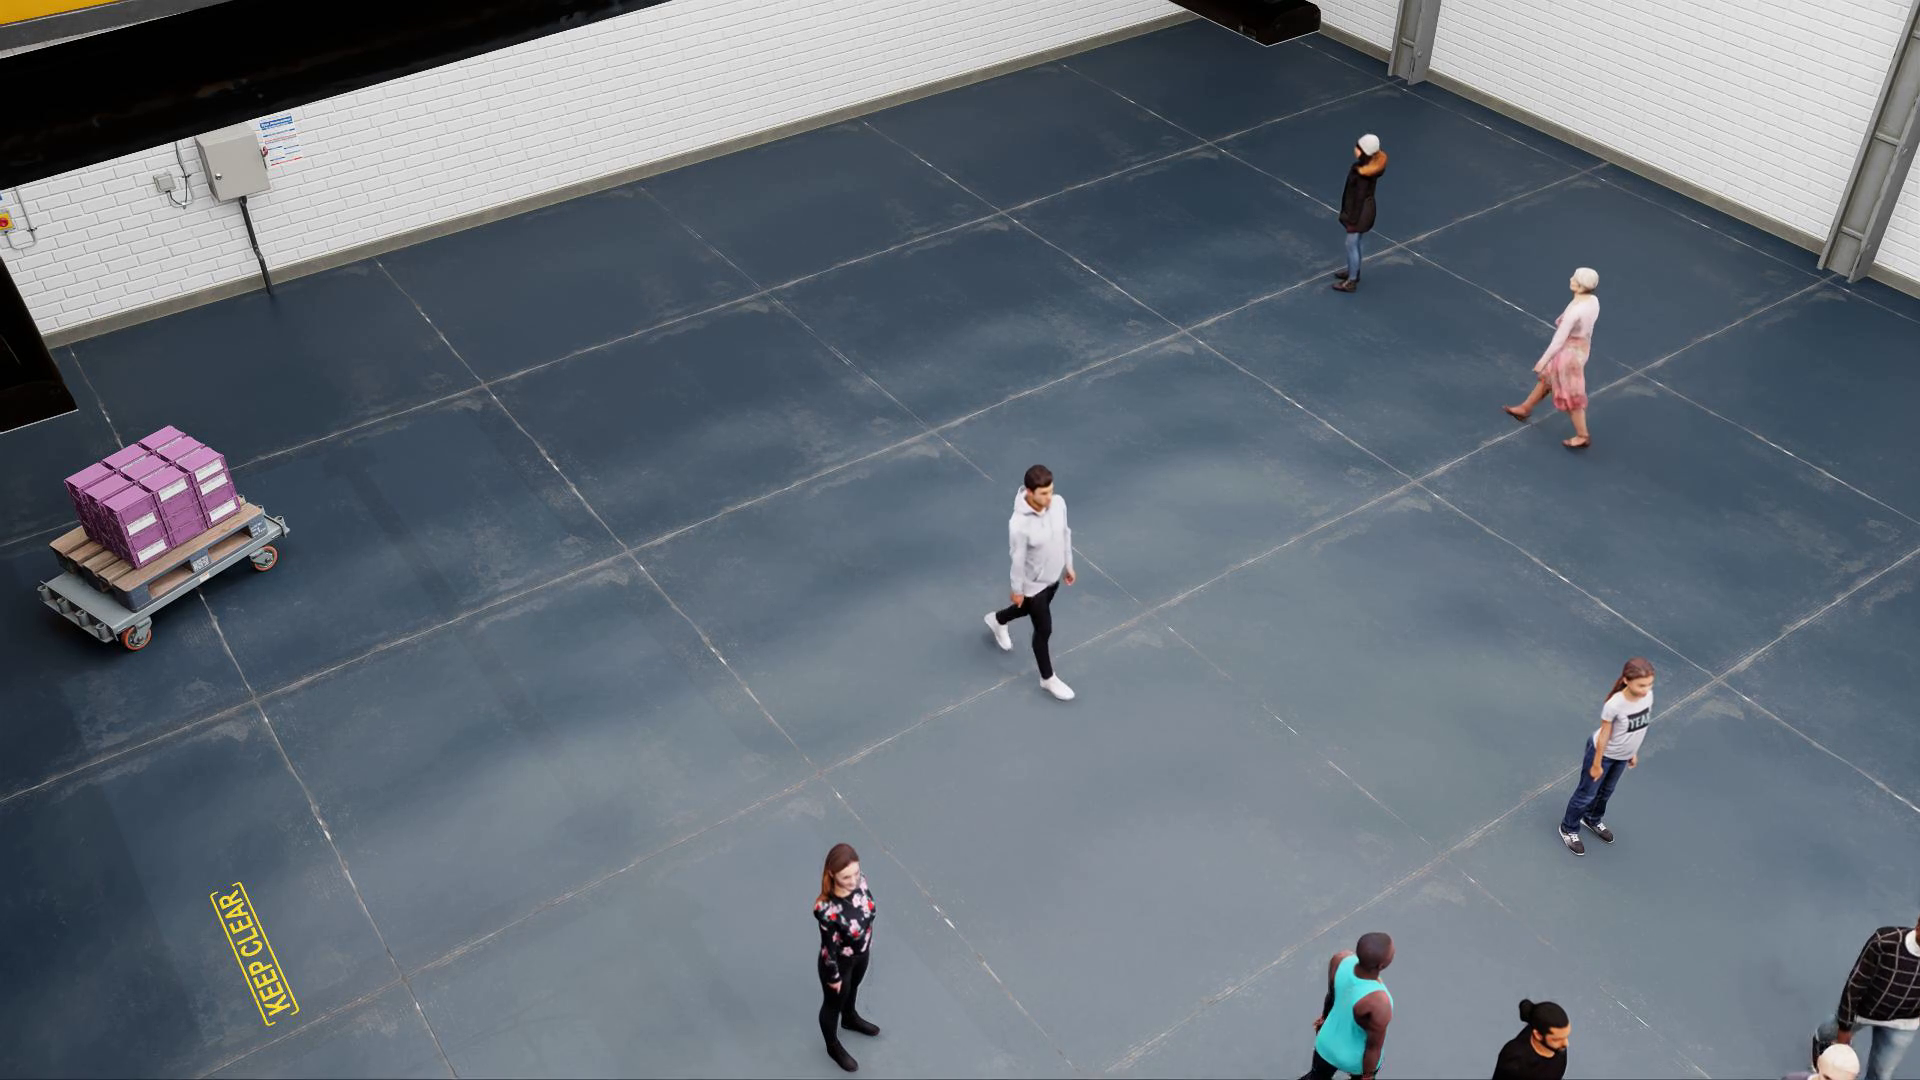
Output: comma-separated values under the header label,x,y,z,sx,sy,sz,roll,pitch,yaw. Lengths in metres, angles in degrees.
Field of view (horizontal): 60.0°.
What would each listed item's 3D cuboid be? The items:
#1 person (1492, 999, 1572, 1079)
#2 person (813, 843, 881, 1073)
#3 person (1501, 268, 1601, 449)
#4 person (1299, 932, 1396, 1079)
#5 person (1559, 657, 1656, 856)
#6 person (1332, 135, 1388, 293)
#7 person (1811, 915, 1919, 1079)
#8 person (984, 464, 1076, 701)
label,x,y,z,sx,sy,sz,roll,pitch,yaw
person,2.838,2.938,8.543,0.647,1.758,0.596,-29,47,-32
person,-0.658,2.317,9.379,0.649,1.683,0.643,19,42,22
person,5.269,-1.499,14.191,1.152,1.642,0.811,27,46,29
person,1.963,2.723,8.795,0.770,1.779,1.073,-18,42,-21
person,4.182,1.353,10.683,0.567,1.563,0.565,-16,41,-20
person,3.934,-3.223,16.359,0.781,1.631,0.740,12,40,14
person,5.012,2.483,9.098,1.217,1.776,1.222,9,39,11
person,0.494,0.216,11.834,1.245,1.904,0.885,28,46,30
